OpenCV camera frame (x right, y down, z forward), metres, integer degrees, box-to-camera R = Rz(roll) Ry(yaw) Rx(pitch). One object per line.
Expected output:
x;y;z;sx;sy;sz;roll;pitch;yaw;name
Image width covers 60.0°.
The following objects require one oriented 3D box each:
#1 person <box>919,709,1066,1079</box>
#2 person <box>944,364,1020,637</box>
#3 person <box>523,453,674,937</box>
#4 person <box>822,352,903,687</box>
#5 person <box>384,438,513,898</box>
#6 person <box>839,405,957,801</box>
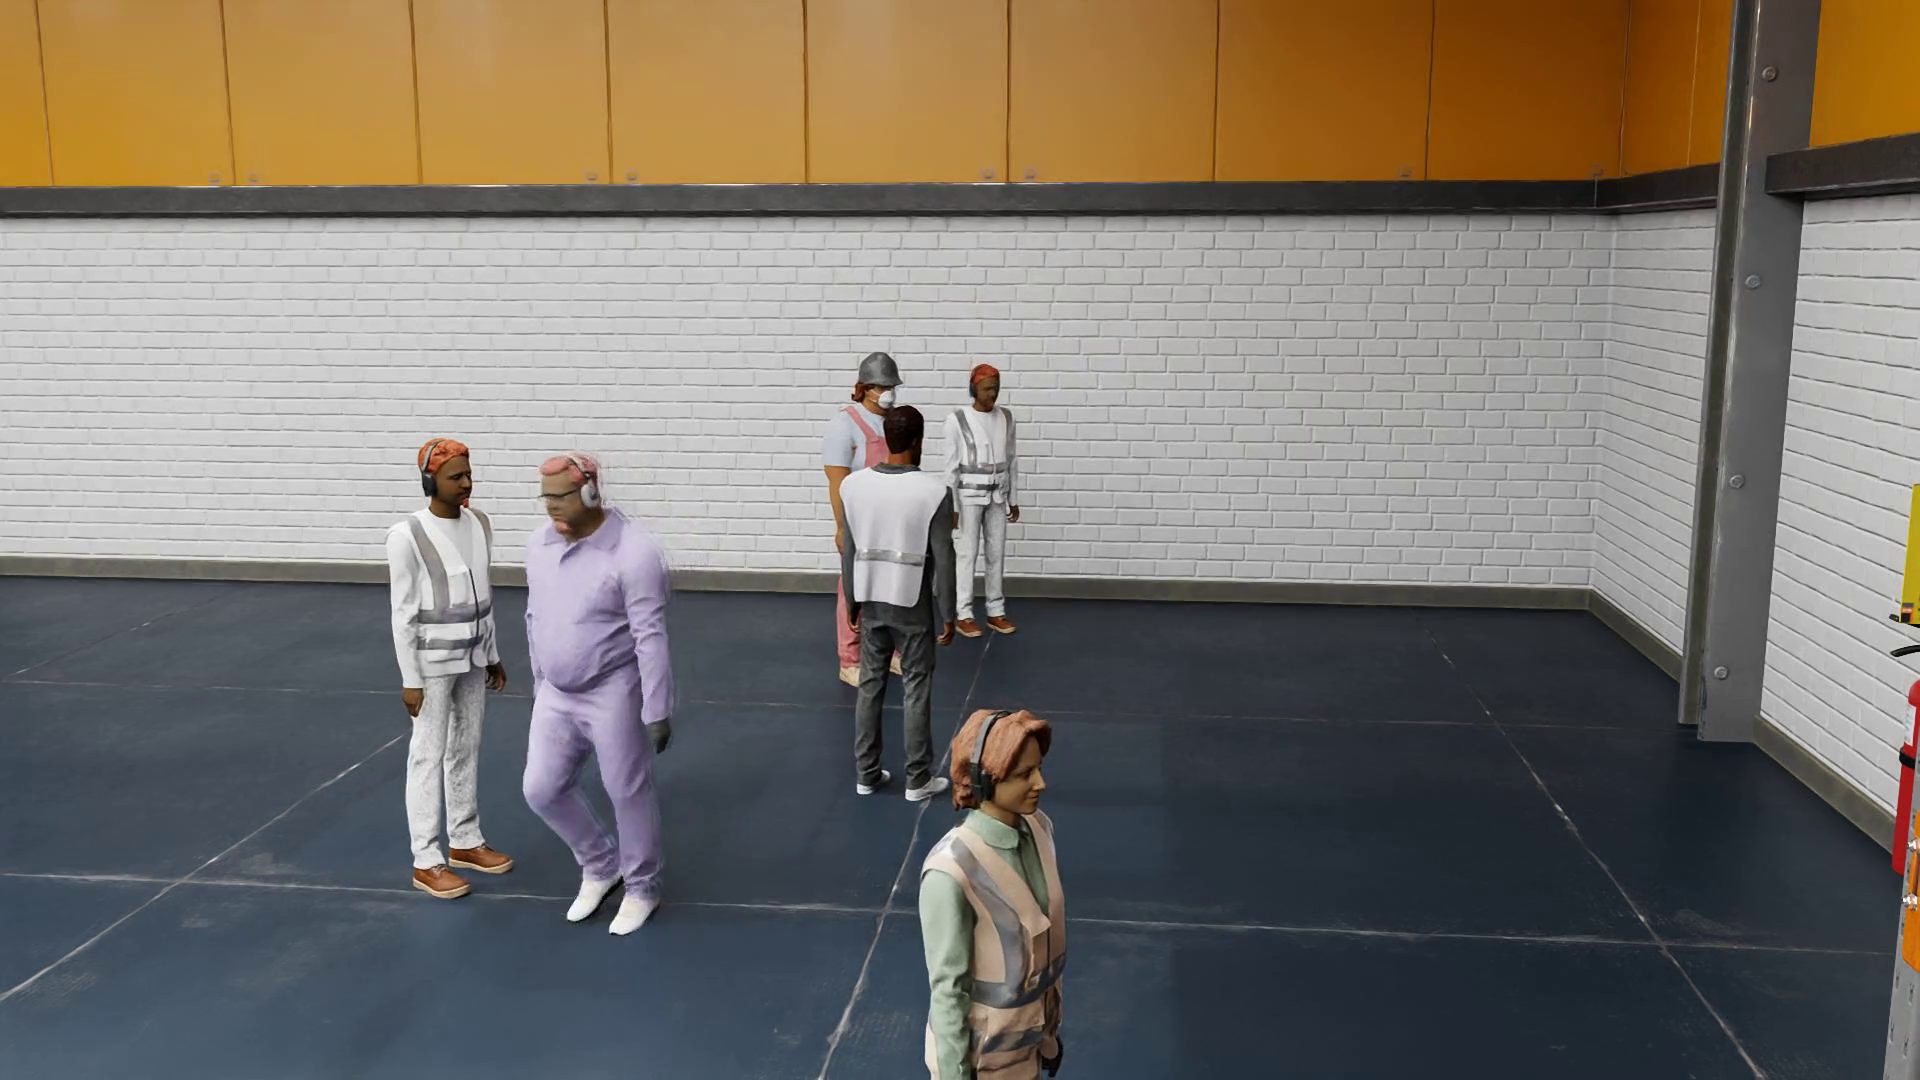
0.078;1.181;3.796;0.308;1.641;0.511;5;11;26;person
0.154;-0.271;11.437;0.583;1.879;0.367;-6;12;-33;person
-1.400;0.600;6.416;0.760;1.881;0.475;5;11;28;person
-0.478;-0.136;10.188;0.535;2.000;0.684;10;14;43;person
-2.114;0.516;6.914;0.359;1.882;0.575;4;11;23;person
-0.304;0.310;8.025;0.599;1.911;0.388;4;11;23;person
